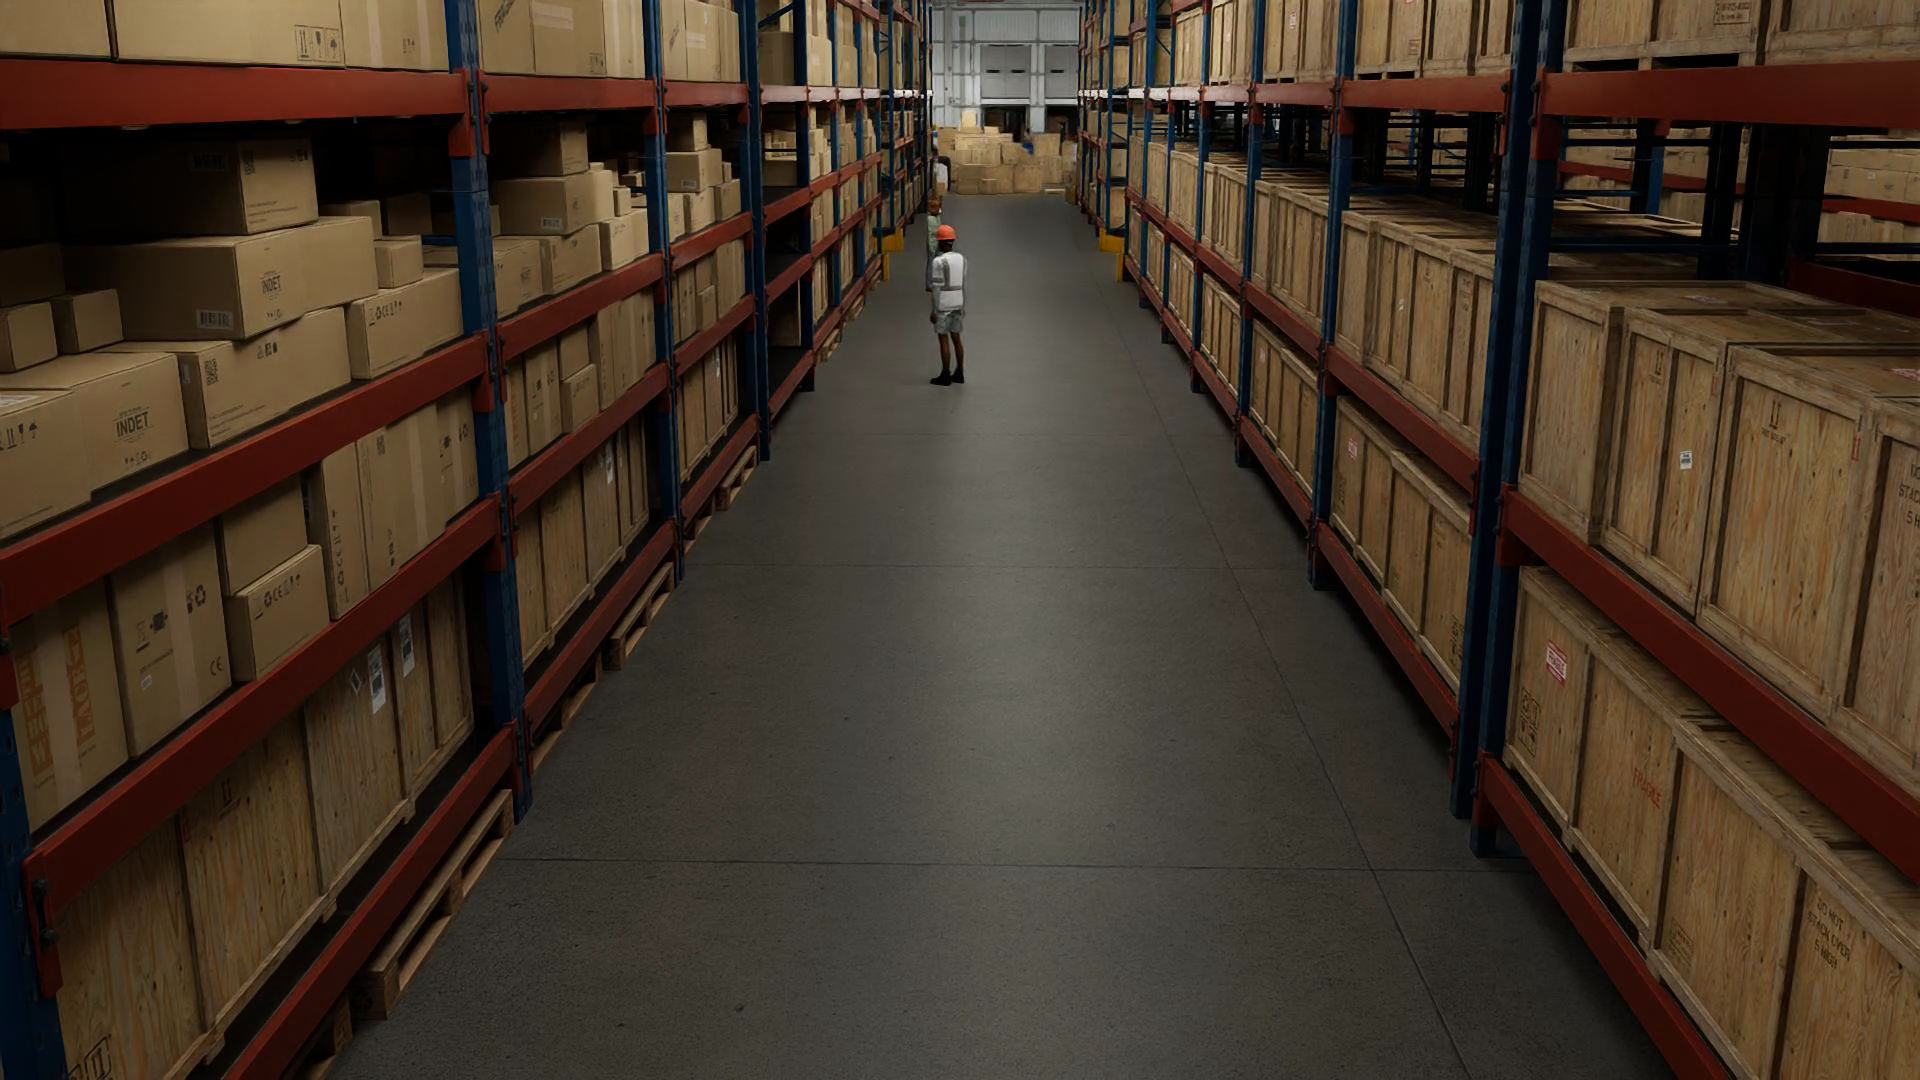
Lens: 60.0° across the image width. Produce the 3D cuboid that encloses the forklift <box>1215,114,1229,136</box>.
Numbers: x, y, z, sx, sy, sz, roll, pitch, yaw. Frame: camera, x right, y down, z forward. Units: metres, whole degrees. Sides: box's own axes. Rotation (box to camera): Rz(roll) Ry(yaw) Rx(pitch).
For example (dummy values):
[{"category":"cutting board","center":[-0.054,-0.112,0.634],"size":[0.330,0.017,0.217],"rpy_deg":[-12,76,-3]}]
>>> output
[{"category":"forklift","center":[8.648,-13.153,56.729],"size":[1.873,2.768,1.129],"rpy_deg":[-14,20,-41]}]

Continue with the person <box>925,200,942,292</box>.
[{"category":"person","center":[-0.460,-5.228,29.627],"size":[0.280,1.625,0.493],"rpy_deg":[6,16,22]}]

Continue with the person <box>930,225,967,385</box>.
[{"category":"person","center":[-0.165,-2.843,20.189],"size":[0.394,1.928,0.546],"rpy_deg":[14,20,41]}]

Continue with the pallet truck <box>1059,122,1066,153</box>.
[{"category":"pallet truck","center":[5.788,-21.111,88.014],"size":[1.885,1.965,0.823],"rpy_deg":[5,16,18]}]

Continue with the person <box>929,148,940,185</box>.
[{"category":"person","center":[-0.855,-12.347,55.994],"size":[0.447,1.670,0.632],"rpy_deg":[7,16,24]}]

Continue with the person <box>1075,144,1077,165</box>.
[{"category":"person","center":[4.622,-14.570,63.831],"size":[0.414,1.923,0.564],"rpy_deg":[-3,15,-13]}]

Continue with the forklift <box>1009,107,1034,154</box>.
[{"category":"forklift","center":[2.728,-19.831,81.578],"size":[1.873,2.768,1.129],"rpy_deg":[8,17,27]}]

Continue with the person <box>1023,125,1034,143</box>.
[{"category":"person","center":[3.471,-20.116,84.540],"size":[0.611,1.874,0.978],"rpy_deg":[4,15,13]}]
